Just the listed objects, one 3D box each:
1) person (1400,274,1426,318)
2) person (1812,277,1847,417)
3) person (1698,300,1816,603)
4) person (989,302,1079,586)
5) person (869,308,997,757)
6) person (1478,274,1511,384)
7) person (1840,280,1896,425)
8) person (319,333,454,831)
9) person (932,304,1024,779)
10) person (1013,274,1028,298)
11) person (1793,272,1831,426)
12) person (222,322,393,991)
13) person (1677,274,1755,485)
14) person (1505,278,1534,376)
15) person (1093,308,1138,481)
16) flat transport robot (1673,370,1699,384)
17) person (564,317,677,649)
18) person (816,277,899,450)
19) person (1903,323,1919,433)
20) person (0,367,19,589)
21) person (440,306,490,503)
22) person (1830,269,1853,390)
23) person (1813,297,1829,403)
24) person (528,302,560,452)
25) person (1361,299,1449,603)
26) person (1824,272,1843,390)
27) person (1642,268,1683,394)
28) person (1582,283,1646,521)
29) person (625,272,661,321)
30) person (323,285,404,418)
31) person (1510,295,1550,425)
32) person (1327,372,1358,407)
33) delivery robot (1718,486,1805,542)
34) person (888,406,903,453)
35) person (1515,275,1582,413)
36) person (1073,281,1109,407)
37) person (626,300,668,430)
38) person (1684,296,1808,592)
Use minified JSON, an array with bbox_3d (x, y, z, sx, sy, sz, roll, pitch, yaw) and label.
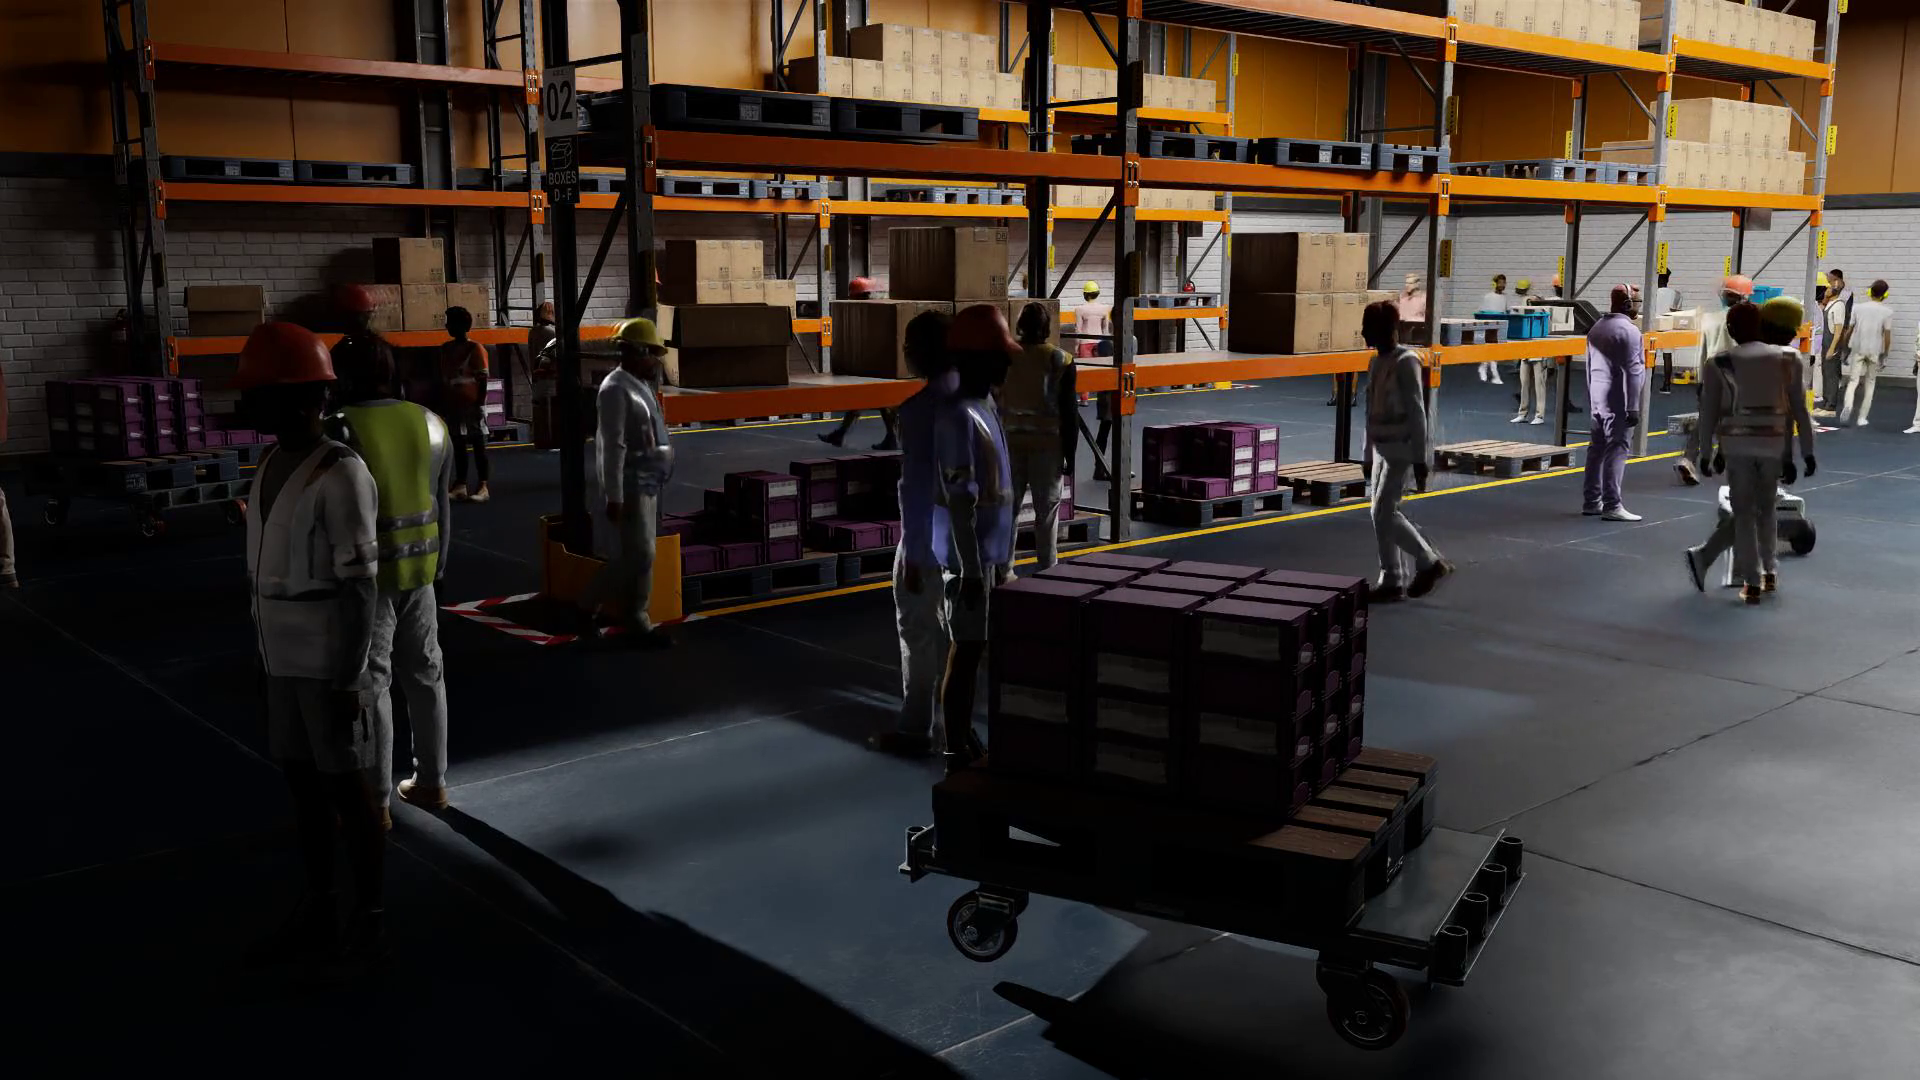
[{"bbox_3d":[6.854,-3.086,25.110,0.653,1.868,0.944,9,13,42],"label":"person"},{"bbox_3d":[11.501,-2.544,22.004,0.344,1.847,0.505,3,10,17],"label":"person"},{"bbox_3d":[4.928,-0.555,10.336,0.661,1.850,0.645,2,10,11],"label":"person"},{"bbox_3d":[0.452,-0.579,10.540,0.626,1.837,0.428,3,10,16],"label":"person"},{"bbox_3d":[-0.010,-0.001,6.910,0.779,1.916,0.644,6,11,31],"label":"person"},{"bbox_3d":[8.973,-3.551,27.951,0.526,1.844,0.860,-2,10,-14],"label":"person"},{"bbox_3d":[11.258,-2.314,20.690,0.579,1.836,0.743,7,12,36],"label":"person"},{"bbox_3d":[-2.178,0.158,6.197,0.429,1.845,0.621,6,12,33],"label":"person"},{"bbox_3d":[0.071,0.047,6.557,0.350,1.941,0.545,1,10,7],"label":"person"},{"bbox_3d":[0.920,-2.668,22.615,0.557,1.899,0.818,-8,13,-40],"label":"person"},{"bbox_3d":[10.670,-2.394,20.887,0.363,1.928,0.587,4,10,22],"label":"person"},{"bbox_3d":[-1.909,0.338,4.859,0.545,1.939,0.354,8,12,38],"label":"person"},{"bbox_3d":[7.082,-1.478,15.436,0.936,1.961,0.621,-6,12,-33],"label":"person"},{"bbox_3d":[9.969,-3.767,29.503,0.554,1.729,0.556,1,10,8],"label":"person"},{"bbox_3d":[1.499,-1.405,15.819,0.537,1.690,0.326,-9,13,-43],"label":"person"},{"bbox_3d":[12.505,-2.667,27.328,1.431,0.197,0.652,4,11,23],"label":"flat transport robot"},{"bbox_3d":[-1.801,-0.295,8.976,0.518,1.799,0.587,0,10,2],"label":"person"},{"bbox_3d":[-1.123,-1.910,18.187,0.984,1.883,0.550,0,10,-3],"label":"person"},{"bbox_3d":[11.540,-2.051,19.732,0.315,1.636,0.515,-3,10,-16],"label":"person"},{"bbox_3d":[-6.283,-0.669,10.587,0.396,1.992,0.623,-6,11,-30],"label":"person"},{"bbox_3d":[-4.289,-1.170,14.394,0.535,1.697,0.322,6,11,31],"label":"person"},{"bbox_3d":[13.873,-3.346,26.498,0.590,1.916,0.399,8,13,39],"label":"person"},{"bbox_3d":[12.513,-2.815,24.190,0.515,1.641,0.314,-8,13,-40],"label":"person"},{"bbox_3d":[-4.511,-1.776,18.153,0.500,1.628,0.277,8,12,39],"label":"person"},{"bbox_3d":[2.654,-0.524,10.104,0.482,1.866,0.623,-1,10,-8],"label":"person"},{"bbox_3d":[12.854,-3.022,24.704,0.416,1.877,0.667,5,11,29],"label":"person"},{"bbox_3d":[10.842,-3.237,25.750,0.598,1.958,0.371,2,10,9],"label":"person"},{"bbox_3d":[5.314,-1.110,13.434,0.401,1.907,0.646,-1,10,-7],"label":"person"},{"bbox_3d":[-3.465,-2.018,18.372,0.389,2.035,0.605,-6,11,-30],"label":"person"},{"bbox_3d":[-3.949,-0.721,11.075,0.628,1.948,1.046,7,12,37],"label":"person"},{"bbox_3d":[7.258,-2.276,21.043,0.308,1.639,0.511,-6,11,-30],"label":"person"},{"bbox_3d":[5.474,-2.857,23.551,0.551,1.940,0.345,5,11,27],"label":"person"},{"bbox_3d":[5.809,-0.250,12.071,0.477,0.478,0.707,0,10,0],"label":"delivery robot"},{"bbox_3d":[-0.289,-1.086,13.317,1.010,1.898,0.638,-9,13,-41],"label":"person"},{"bbox_3d":[8.021,-2.660,22.515,0.827,1.911,0.547,-1,10,-7],"label":"person"},{"bbox_3d":[1.850,-2.765,23.529,0.533,1.769,0.309,-4,10,-20],"label":"person"},{"bbox_3d":[-2.960,-1.470,15.775,0.611,1.825,0.426,8,13,40],"label":"person"},{"bbox_3d":[4.895,-0.584,10.420,0.707,1.890,0.620,-1,10,-6],"label":"person"}]
